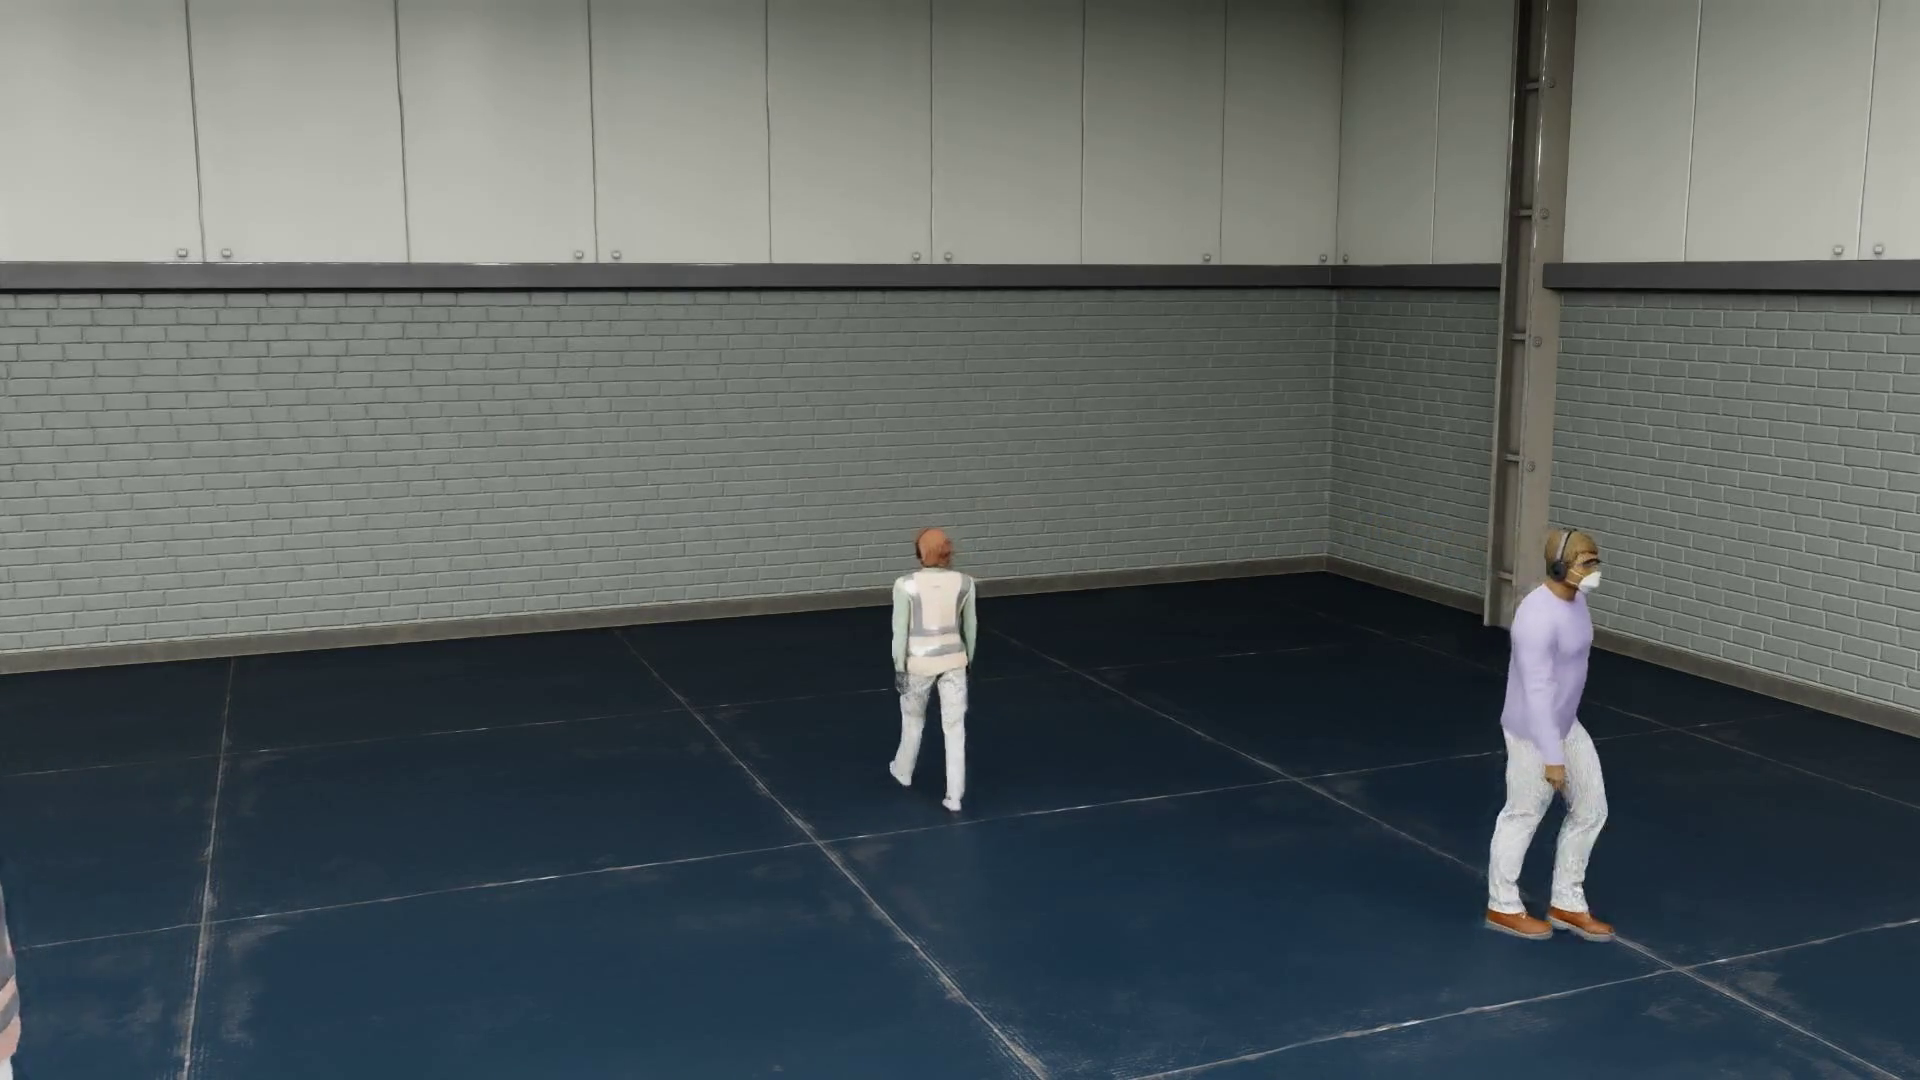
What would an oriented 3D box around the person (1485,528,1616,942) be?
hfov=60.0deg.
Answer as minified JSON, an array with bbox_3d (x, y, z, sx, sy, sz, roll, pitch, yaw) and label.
[{"bbox_3d":[2.713,0.899,7.452,0.712,1.914,0.659,7,11,38],"label":"person"}]

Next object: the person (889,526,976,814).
[{"bbox_3d":[-0.161,0.719,9.577,0.538,1.596,0.831,-3,9,-17],"label":"person"}]

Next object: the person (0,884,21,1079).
[{"bbox_3d":[-2.873,1.435,4.451,0.661,1.794,0.935,9,13,44],"label":"person"}]
